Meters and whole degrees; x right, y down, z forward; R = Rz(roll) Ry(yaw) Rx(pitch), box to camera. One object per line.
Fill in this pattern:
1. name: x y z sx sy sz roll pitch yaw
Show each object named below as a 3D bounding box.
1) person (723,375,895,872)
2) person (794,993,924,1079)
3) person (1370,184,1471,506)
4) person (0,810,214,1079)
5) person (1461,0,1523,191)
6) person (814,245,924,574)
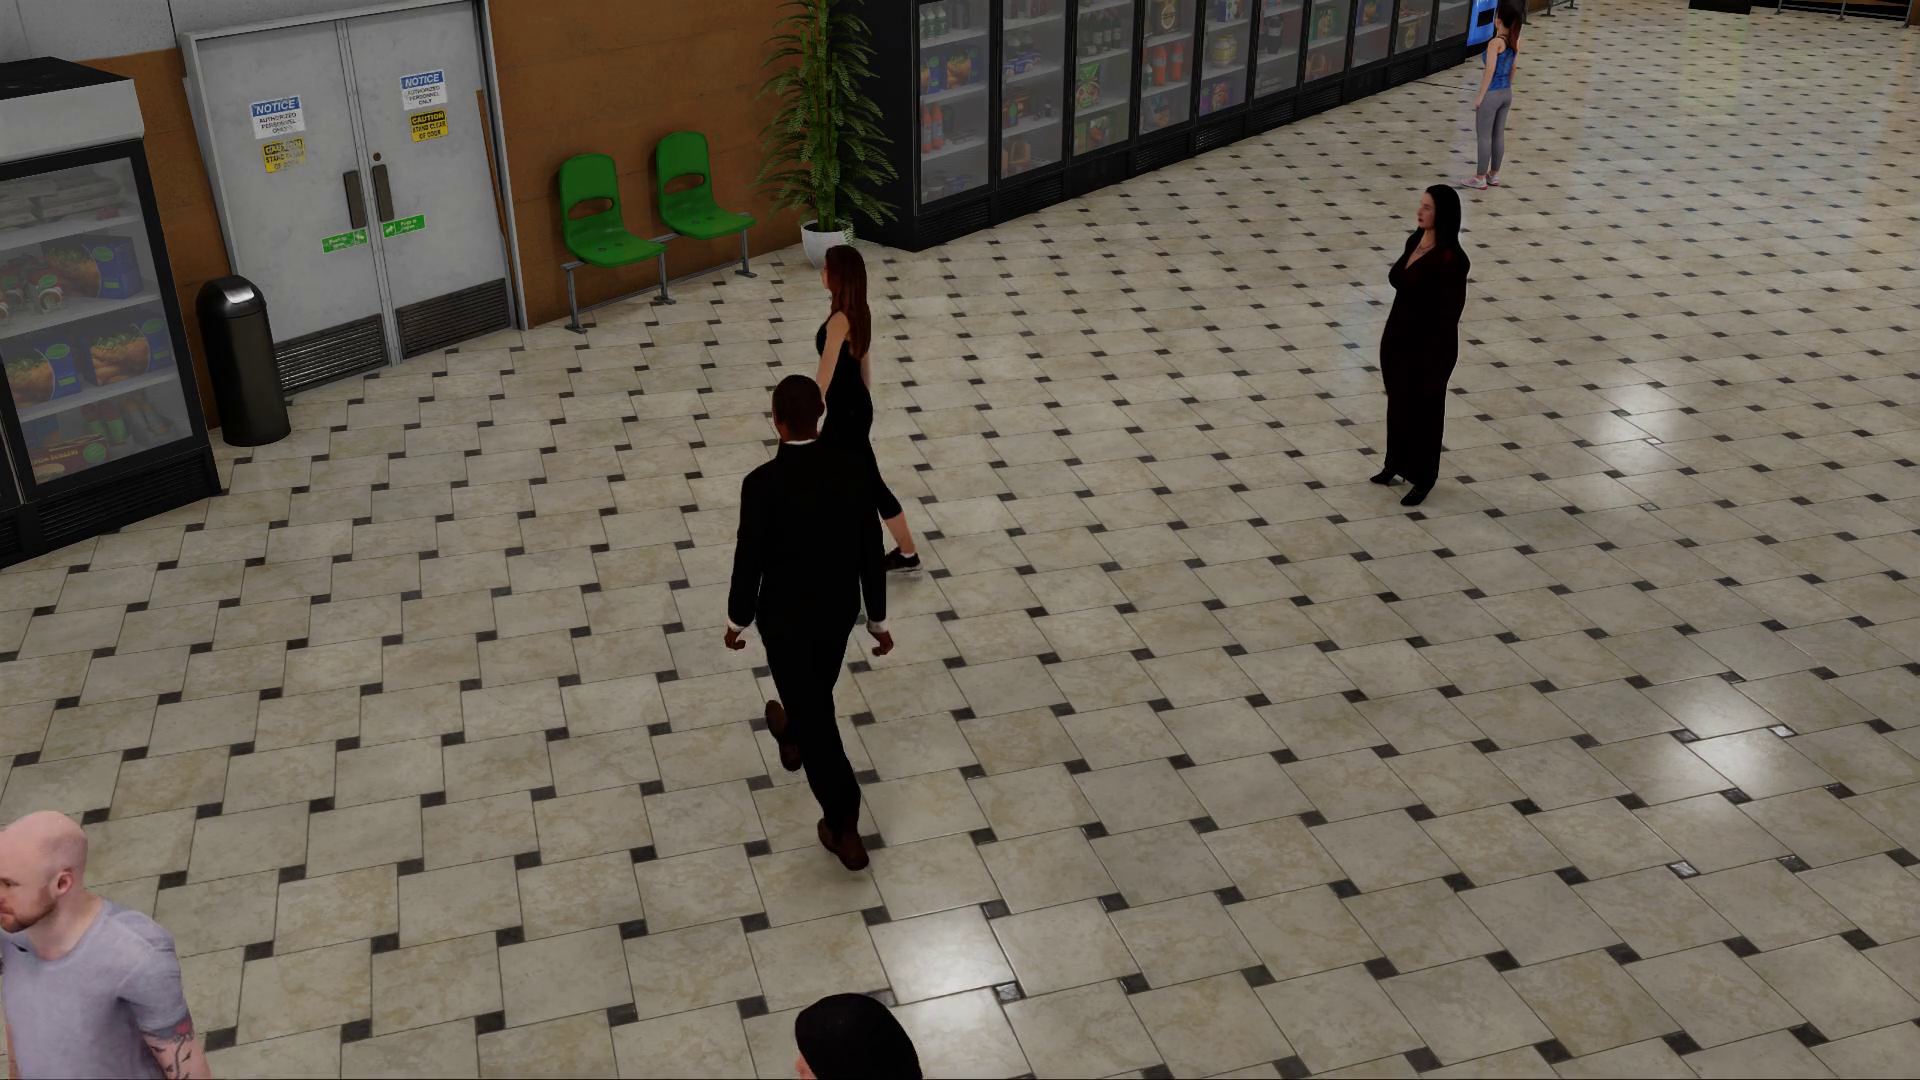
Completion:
1. person: -0.515 0.355 6.120 1.026 1.848 1.353 -14 30 -26
2. person: -0.190 1.659 3.730 0.847 1.684 0.756 -7 28 -13
3. person: 2.504 -1.058 9.005 0.824 1.758 0.721 -8 28 -16
4. person: -1.980 1.396 4.120 1.086 1.799 0.854 14 30 26
5. person: 4.800 -3.982 14.935 0.622 1.609 0.606 -18 32 -31
6. person: -0.462 -0.571 8.134 1.170 1.678 0.986 3 27 5
